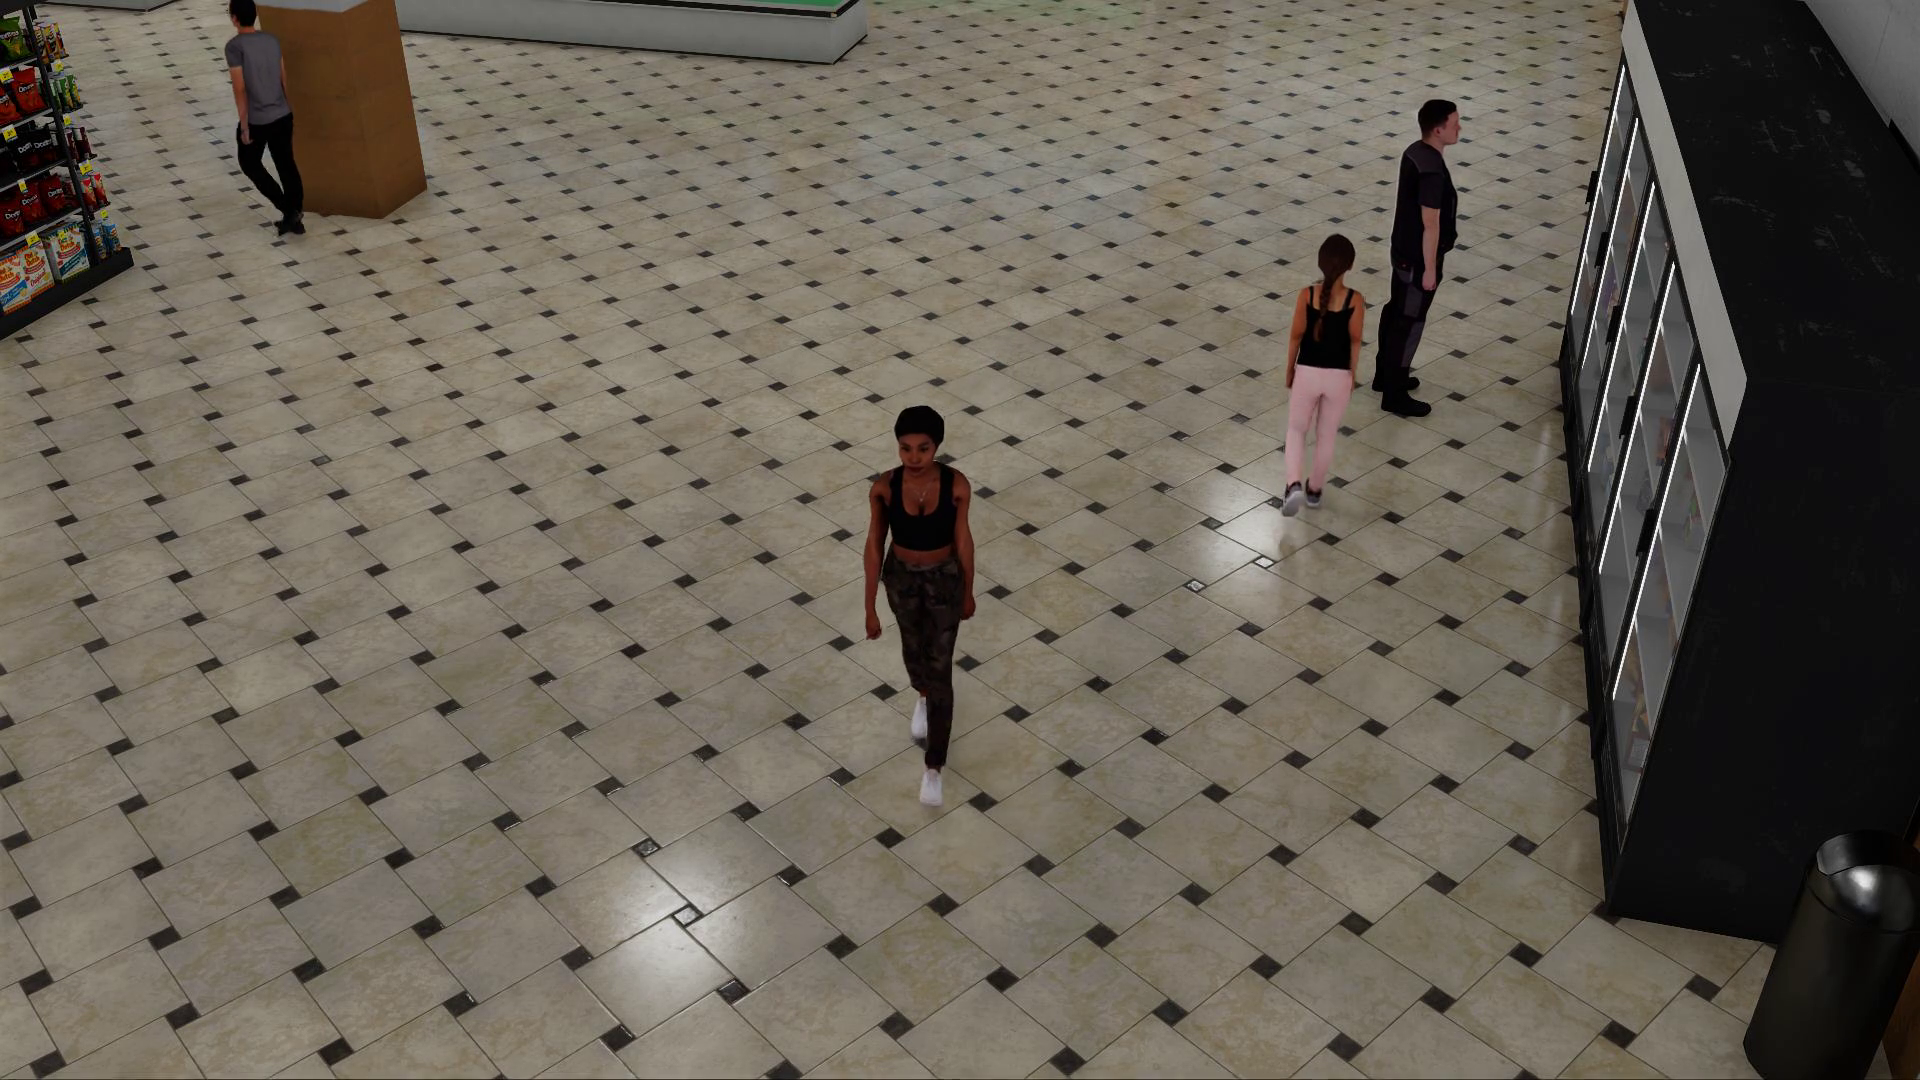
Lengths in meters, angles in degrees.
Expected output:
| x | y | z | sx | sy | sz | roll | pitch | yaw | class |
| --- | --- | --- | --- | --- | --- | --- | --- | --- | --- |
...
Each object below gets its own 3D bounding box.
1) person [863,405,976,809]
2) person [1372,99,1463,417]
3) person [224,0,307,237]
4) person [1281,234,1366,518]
| x | y | z | sx | sy | sz | roll | pitch | yaw | class |
| --- | --- | --- | --- | --- | --- | --- | --- | --- | --- |
| -0.146 | 0.166 | 6.918 | 1.047 | 1.664 | 0.750 | 3 | 32 | 5 | person |
| 2.654 | -1.649 | 9.663 | 0.660 | 1.846 | 0.773 | 2 | 32 | 3 | person |
| -4.939 | -3.015 | 11.952 | 0.758 | 1.747 | 0.720 | 16 | 35 | 24 | person |
| 1.868 | -0.799 | 8.577 | 0.754 | 1.549 | 0.573 | 7 | 33 | 12 | person |
